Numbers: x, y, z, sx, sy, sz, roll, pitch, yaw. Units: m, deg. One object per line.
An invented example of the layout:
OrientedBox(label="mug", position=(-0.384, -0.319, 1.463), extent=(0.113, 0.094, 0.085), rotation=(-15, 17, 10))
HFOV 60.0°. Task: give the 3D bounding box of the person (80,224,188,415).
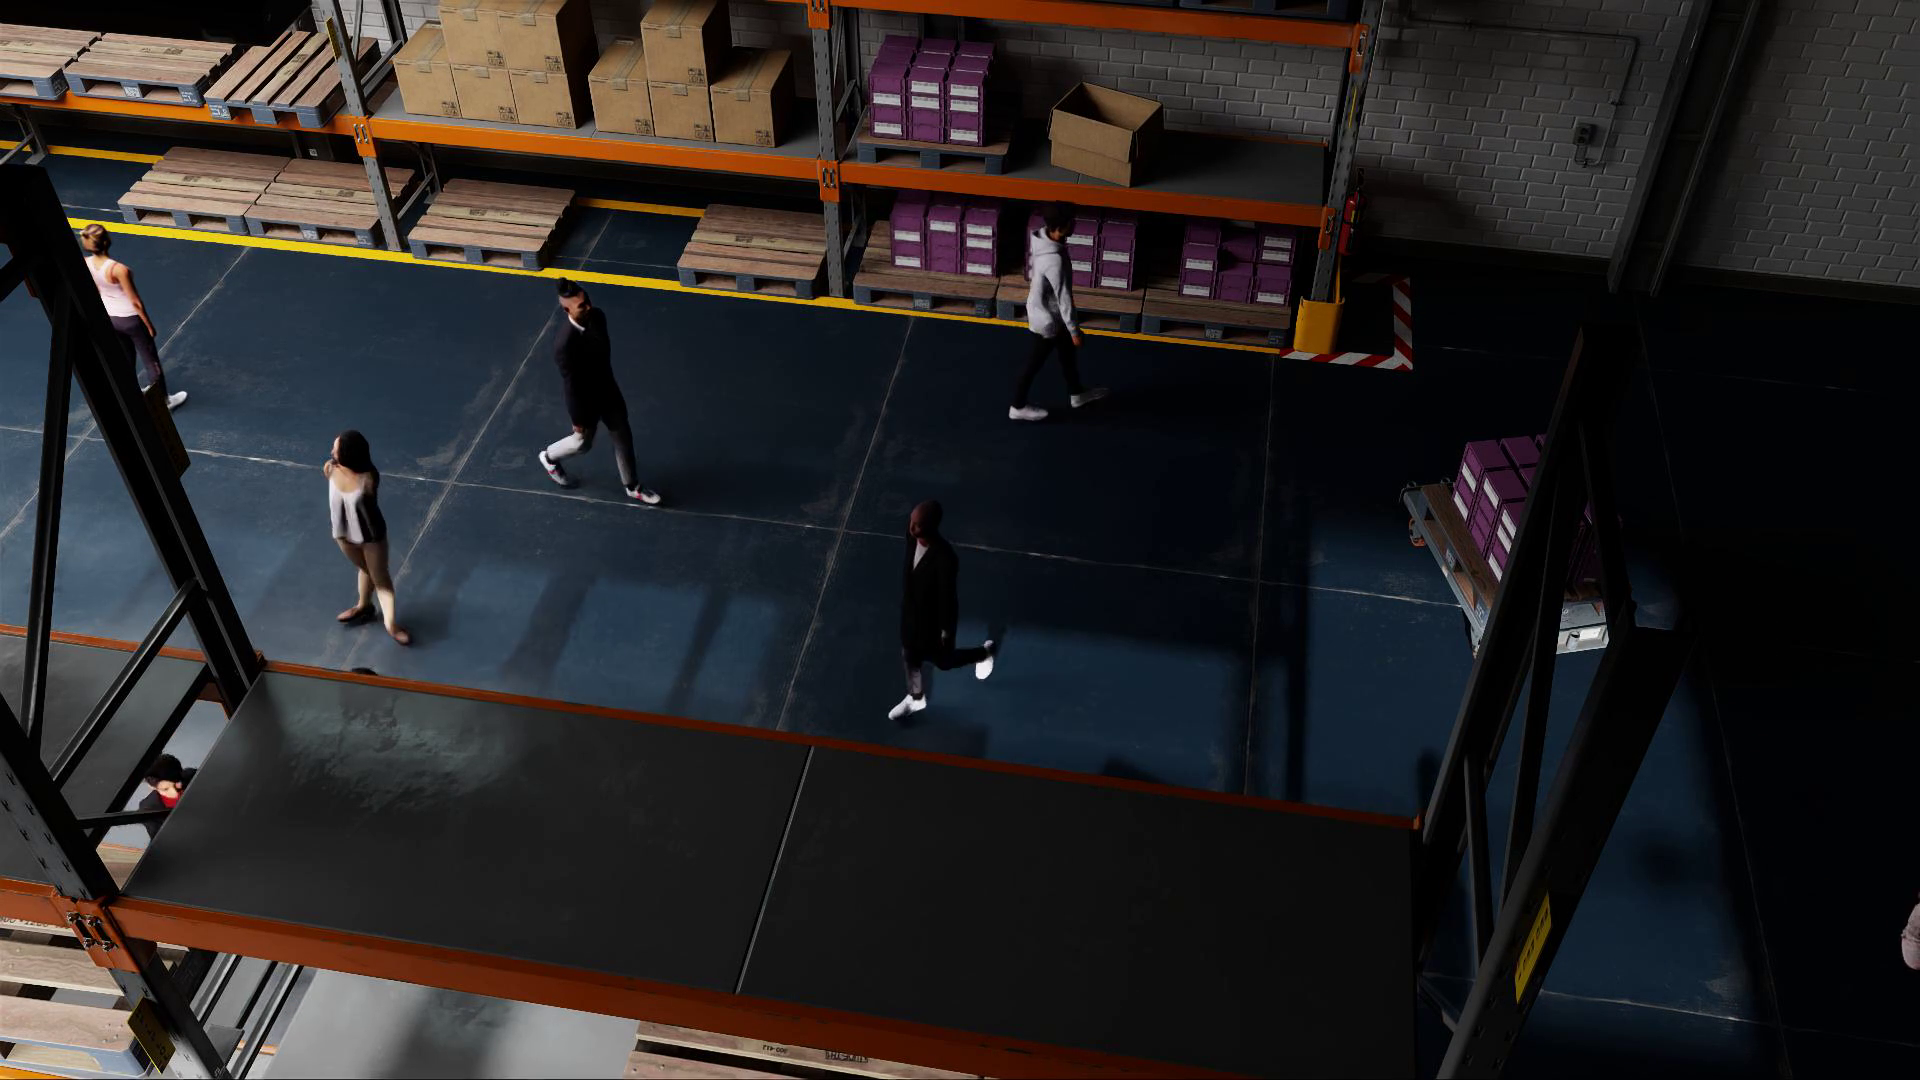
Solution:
OrientedBox(label="person", position=(-6.313, -1.665, 12.556), extent=(0.476, 1.647, 0.631), rotation=(12, 45, 12))

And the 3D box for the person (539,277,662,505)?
OrientedBox(label="person", position=(-2.681, -1.056, 11.718), extent=(1.264, 1.922, 0.915), rotation=(18, 46, 18))

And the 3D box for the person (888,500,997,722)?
OrientedBox(label="person", position=(-0.106, 0.419, 10.301), extent=(1.100, 1.741, 1.060), rotation=(-27, 50, -26))

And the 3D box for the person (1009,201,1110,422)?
OrientedBox(label="person", position=(0.561, -1.646, 12.357), extent=(1.092, 1.894, 0.846), rotation=(-1, 44, -1))

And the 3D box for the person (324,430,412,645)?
OrientedBox(label="person", position=(-3.941, -0.050, 10.868), extent=(0.564, 1.637, 0.779), rotation=(-19, 47, -19))

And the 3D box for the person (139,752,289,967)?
OrientedBox(label="person", position=(-4.179, 1.678, 9.084), extent=(1.119, 1.596, 0.941), rotation=(33, 52, 29))
